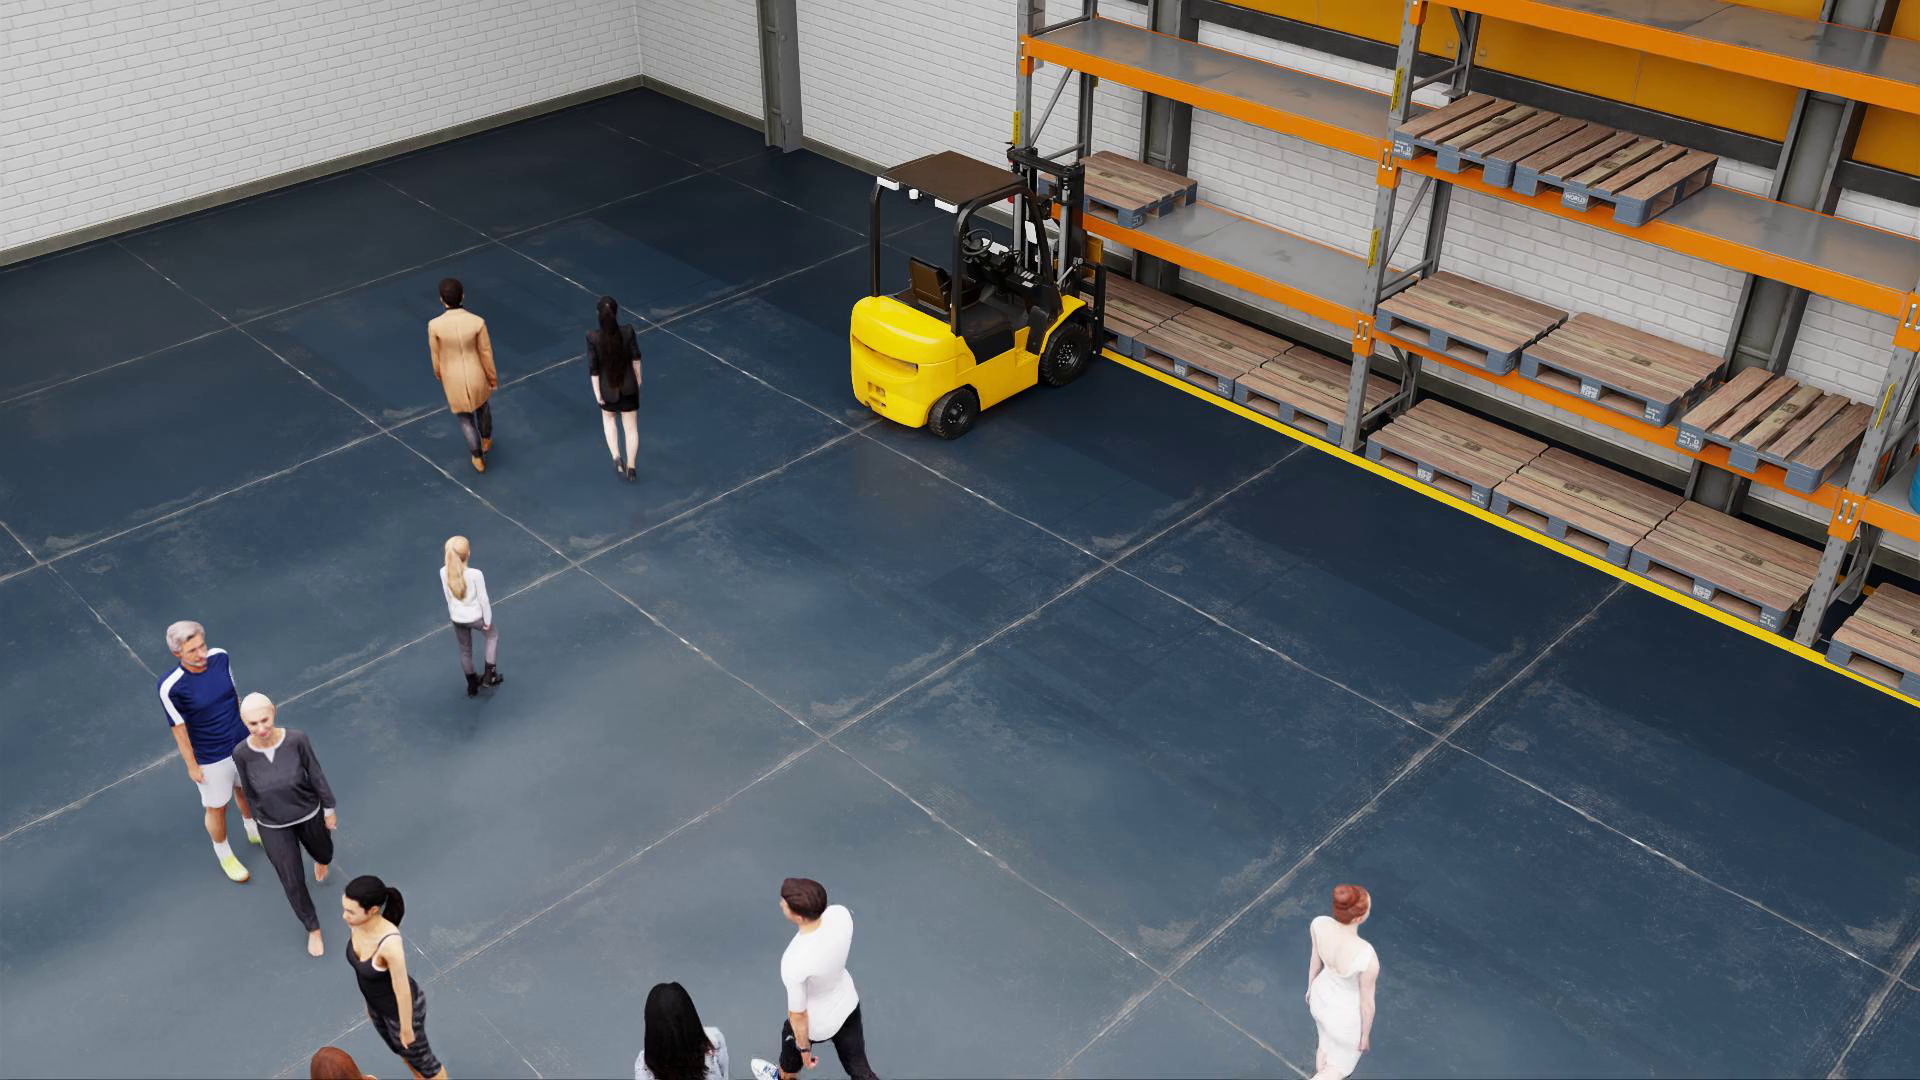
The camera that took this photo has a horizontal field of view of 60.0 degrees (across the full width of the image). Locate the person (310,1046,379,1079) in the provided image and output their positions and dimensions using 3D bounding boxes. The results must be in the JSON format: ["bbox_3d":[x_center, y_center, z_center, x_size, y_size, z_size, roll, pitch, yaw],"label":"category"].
[{"bbox_3d":[-2.691,2.901,7.558,0.592,1.722,0.632,17,37,24],"label":"person"}]

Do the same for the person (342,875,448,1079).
[{"bbox_3d":[-2.836,2.338,8.403,0.465,1.723,0.619,27,42,34],"label":"person"}]

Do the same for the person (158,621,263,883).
[{"bbox_3d":[-4.456,1.221,9.982,0.653,1.836,0.698,15,36,21],"label":"person"}]

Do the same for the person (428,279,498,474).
[{"bbox_3d":[-4.150,-1.339,13.949,0.817,1.709,0.916,-12,35,-17],"label":"person"}]

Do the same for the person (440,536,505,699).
[{"bbox_3d":[-3.417,0.562,11.487,0.590,1.268,0.656,3,34,4],"label":"person"}]

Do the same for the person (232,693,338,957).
[{"bbox_3d":[-3.879,1.535,9.630,0.855,1.703,1.096,-14,36,-20],"label":"person"}]

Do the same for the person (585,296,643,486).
[{"bbox_3d":[-2.809,-1.206,13.772,0.713,1.684,0.747,-9,35,-13],"label":"person"}]

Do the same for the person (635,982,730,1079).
[{"bbox_3d":[-1.231,2.774,7.770,0.688,1.699,0.697,-13,36,-18],"label":"person"}]

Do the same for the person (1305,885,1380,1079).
[{"bbox_3d":[1.802,2.403,8.258,0.728,1.776,0.901,-22,39,-29],"label":"person"}]

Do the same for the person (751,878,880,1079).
[{"bbox_3d":[-0.595,2.391,8.252,1.257,1.802,0.729,26,41,33],"label":"person"}]
